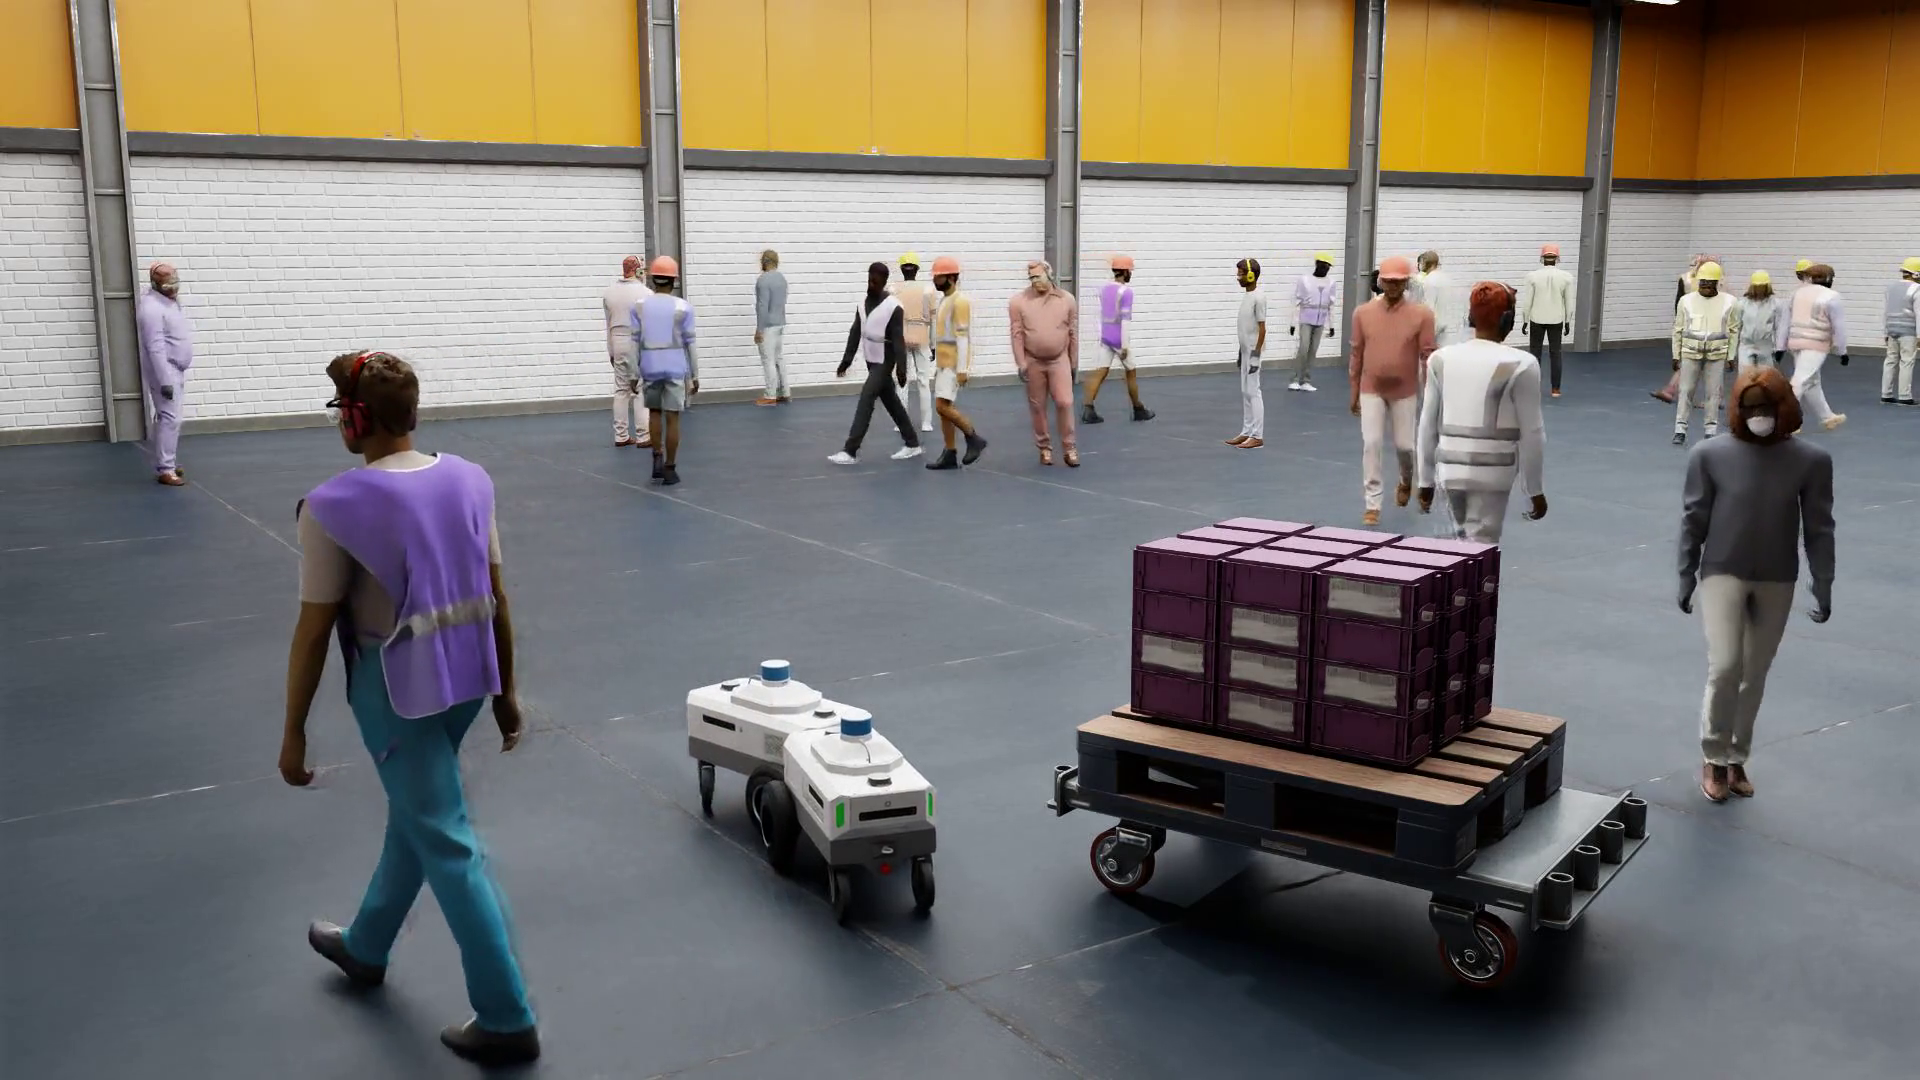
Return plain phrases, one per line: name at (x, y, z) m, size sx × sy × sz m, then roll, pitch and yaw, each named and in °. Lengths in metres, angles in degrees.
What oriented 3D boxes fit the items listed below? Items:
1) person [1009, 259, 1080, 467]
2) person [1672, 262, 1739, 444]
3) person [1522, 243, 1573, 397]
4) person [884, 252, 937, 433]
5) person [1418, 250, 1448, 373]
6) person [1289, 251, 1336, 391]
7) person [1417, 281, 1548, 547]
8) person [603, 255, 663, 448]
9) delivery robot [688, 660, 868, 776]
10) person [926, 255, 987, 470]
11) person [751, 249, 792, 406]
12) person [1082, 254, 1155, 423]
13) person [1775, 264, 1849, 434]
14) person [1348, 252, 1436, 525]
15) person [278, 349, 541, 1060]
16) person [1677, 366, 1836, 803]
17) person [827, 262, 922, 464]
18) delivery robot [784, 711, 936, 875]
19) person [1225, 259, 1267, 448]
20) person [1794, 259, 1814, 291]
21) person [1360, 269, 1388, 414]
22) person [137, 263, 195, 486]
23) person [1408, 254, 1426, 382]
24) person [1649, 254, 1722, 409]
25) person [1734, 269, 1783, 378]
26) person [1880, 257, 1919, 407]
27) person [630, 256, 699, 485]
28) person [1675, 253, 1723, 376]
person at (0.766, -1.580, 15.003) m, size 0.644 × 1.868 × 0.730 m, roll 0°, pitch 10°, yaw -1°
person at (7.443, -1.859, 16.641) m, size 0.601 × 1.827 × 0.404 m, roll 4°, pitch 11°, yaw 22°
person at (7.654, -2.864, 21.705) m, size 0.623 × 1.989 × 0.399 m, roll 2°, pitch 11°, yaw 10°
person at (-0.528, -2.092, 17.685) m, size 0.589 × 1.915 × 0.396 m, roll -1°, pitch 10°, yaw -5°
person at (5.804, -2.662, 20.848) m, size 0.923 × 1.896 × 0.652 m, roll 7°, pitch 12°, yaw 34°
person at (4.764, -2.943, 22.431) m, size 0.636 × 1.891 × 0.451 m, roll -4°, pitch 11°, yaw -21°
person at (2.485, -0.277, 7.868) m, size 0.579 × 1.865 × 0.573 m, roll -7°, pitch 13°, yaw -35°
person at (-3.208, -1.855, 16.441) m, size 0.647 × 1.903 × 0.400 m, roll 6°, pitch 12°, yaw 30°
delivery robot at (-0.661, 0.676, 5.988) m, size 0.707 × 0.478 × 0.477 m, roll 10°, pitch 14°, yaw 43°
person at (-0.067, -1.570, 14.803) m, size 0.464 × 1.919 × 0.569 m, roll -4°, pitch 11°, yaw -19°
person at (-2.323, -2.604, 20.513) m, size 0.431 × 1.916 × 0.671 m, roll 4°, pitch 11°, yaw 20°
person at (1.749, -2.248, 18.626) m, size 0.996 × 1.888 × 0.565 m, roll -7°, pitch 13°, yaw -34°
person at (9.066, -2.017, 17.643) m, size 0.977 × 1.779 × 0.646 m, roll -3°, pitch 11°, yaw -14°
person at (3.175, -1.118, 12.215) m, size 0.627 × 1.973 × 0.774 m, roll 4°, pitch 11°, yaw 22°
person at (-1.459, 0.412, 4.297) m, size 0.979 × 1.786 × 0.587 m, roll 5°, pitch 12°, yaw 27°
person at (2.909, 0.175, 6.071) m, size 0.519 × 1.605 × 0.507 m, roll 2°, pitch 10°, yaw 9°
person at (-0.750, -1.627, 15.319) m, size 1.044 × 1.850 × 0.610 m, roll -6°, pitch 12°, yaw -31°
delivery robot at (-0.331, 0.794, 5.336) m, size 0.477 × 0.478 × 0.707 m, roll -4°, pitch 11°, yaw -19°
person at (2.849, -1.833, 16.409) m, size 0.327 × 1.865 × 0.518 m, roll -1°, pitch 10°, yaw -7°
person at (11.707, -3.011, 23.140) m, size 0.531 × 1.765 × 0.327 m, roll -8°, pitch 13°, yaw -39°
person at (4.895, -2.306, 19.450) m, size 0.319 × 1.699 × 0.533 m, roll 7°, pitch 12°, yaw 33°
person at (-6.666, -1.395, 14.019) m, size 0.457 × 1.864 × 0.808 m, roll -2°, pitch 11°, yaw -12°
person at (6.661, -3.199, 23.956) m, size 0.625 × 1.844 × 0.429 m, roll -6°, pitch 12°, yaw -30°
person at (8.922, -2.545, 20.344) m, size 0.989 × 1.856 × 0.647 m, roll 9°, pitch 14°, yaw 40°
person at (8.703, -2.097, 18.209) m, size 0.494 × 1.728 × 0.571 m, roll 3°, pitch 11°, yaw 16°
person at (11.636, -2.558, 20.466) m, size 0.404 × 1.829 × 0.600 m, roll -3°, pitch 11°, yaw -14°
person at (-2.477, -1.427, 14.033) m, size 0.568 × 1.915 × 0.523 m, roll 1°, pitch 10°, yaw 3°
person at (11.041, -3.358, 24.884) m, size 0.641 × 1.831 × 0.440 m, roll 4°, pitch 11°, yaw 21°
